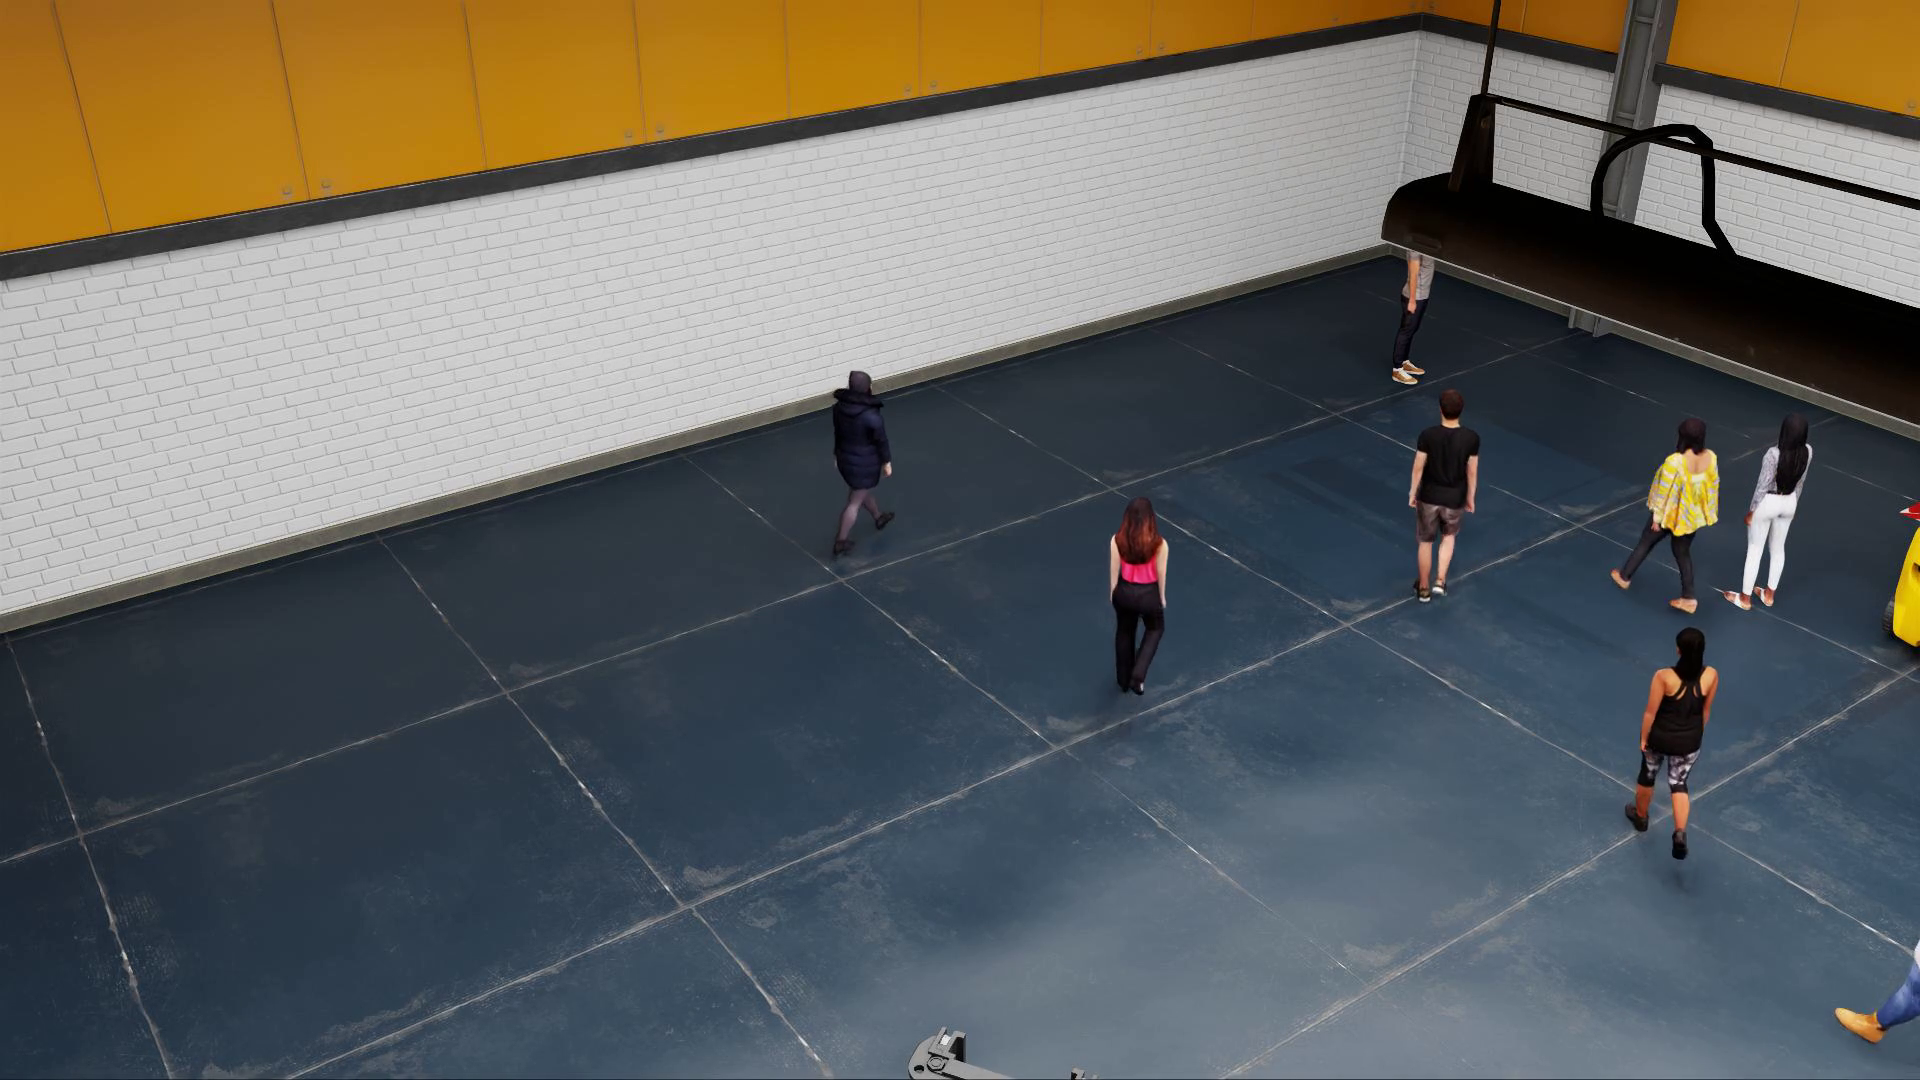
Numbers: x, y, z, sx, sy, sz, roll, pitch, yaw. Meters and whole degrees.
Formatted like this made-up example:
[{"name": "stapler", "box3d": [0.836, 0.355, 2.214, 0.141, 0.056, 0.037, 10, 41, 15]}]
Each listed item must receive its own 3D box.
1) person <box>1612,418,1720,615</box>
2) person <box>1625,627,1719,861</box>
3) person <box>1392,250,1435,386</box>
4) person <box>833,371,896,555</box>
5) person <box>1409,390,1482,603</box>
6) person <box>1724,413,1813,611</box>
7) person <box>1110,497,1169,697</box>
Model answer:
[{"name": "person", "box3d": [5.869, -0.151, 13.456, 0.853, 1.600, 1.058, -12, 31, -21]}, {"name": "person", "box3d": [4.633, 1.311, 10.733, 0.928, 1.642, 1.031, 2, 29, 3]}, {"name": "person", "box3d": [4.840, -2.616, 17.666, 0.710, 1.897, 0.726, 16, 32, 26]}, {"name": "person", "box3d": [-0.909, -0.632, 14.308, 1.102, 1.628, 0.939, 20, 35, 32]}, {"name": "person", "box3d": [3.908, -0.302, 13.473, 0.840, 1.848, 0.898, 4, 29, 8]}, {"name": "person", "box3d": [6.596, -0.240, 13.491, 0.660, 1.724, 0.645, -6, 29, -10]}, {"name": "person", "box3d": [1.298, 0.469, 12.273, 0.788, 1.646, 0.838, 10, 30, 17]}]
